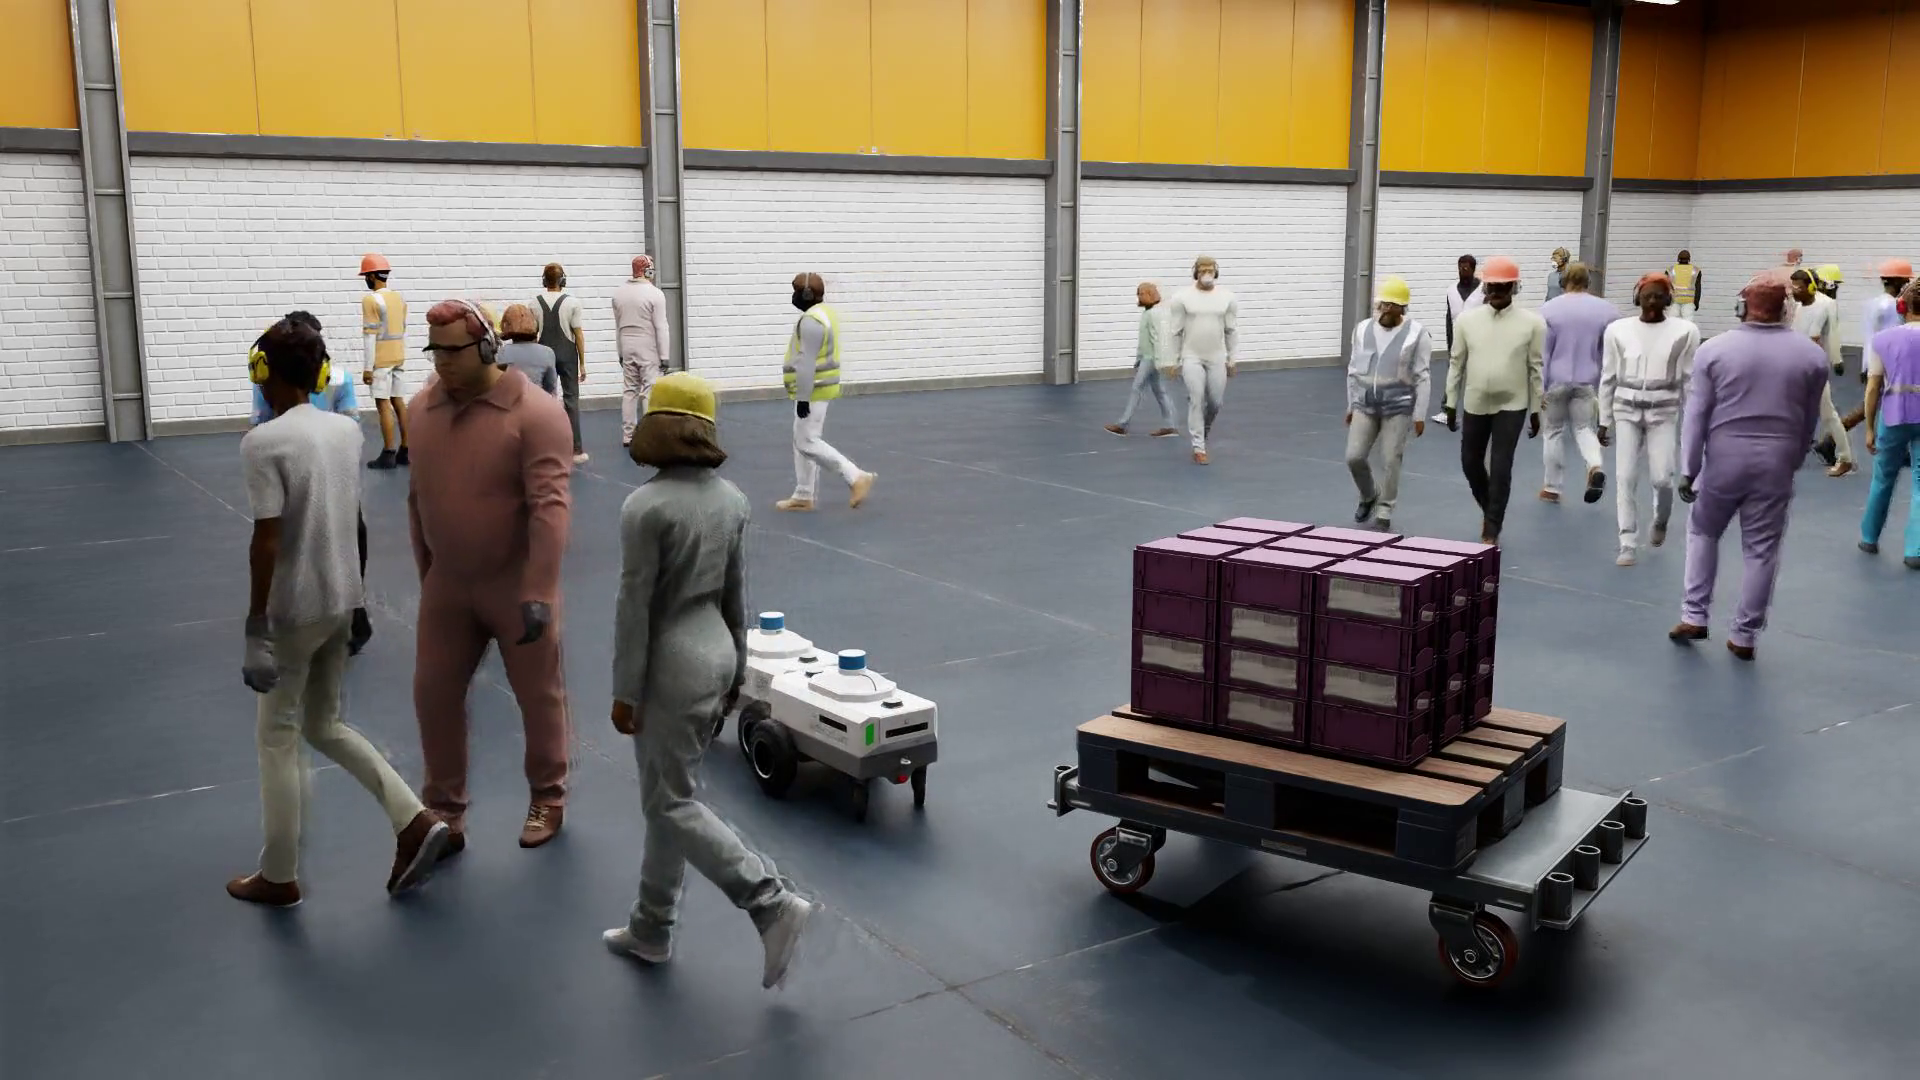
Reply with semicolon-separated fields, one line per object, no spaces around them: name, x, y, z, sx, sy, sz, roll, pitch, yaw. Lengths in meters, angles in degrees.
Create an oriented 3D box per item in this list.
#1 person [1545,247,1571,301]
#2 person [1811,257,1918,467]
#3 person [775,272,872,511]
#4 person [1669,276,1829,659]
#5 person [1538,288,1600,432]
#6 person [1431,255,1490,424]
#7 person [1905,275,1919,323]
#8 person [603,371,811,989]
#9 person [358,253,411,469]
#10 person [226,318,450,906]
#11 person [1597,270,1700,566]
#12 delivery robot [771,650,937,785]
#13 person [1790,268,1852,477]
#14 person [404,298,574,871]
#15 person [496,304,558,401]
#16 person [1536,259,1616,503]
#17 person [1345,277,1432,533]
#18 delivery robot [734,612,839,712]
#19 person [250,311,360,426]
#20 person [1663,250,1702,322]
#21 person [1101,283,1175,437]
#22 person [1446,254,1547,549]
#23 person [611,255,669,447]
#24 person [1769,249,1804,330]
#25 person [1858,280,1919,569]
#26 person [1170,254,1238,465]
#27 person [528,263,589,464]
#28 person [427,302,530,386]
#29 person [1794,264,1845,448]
person;7.973;-2.908;22.095;0.359;1.938;0.632;-3;11;-14
person;8.274;-1.594;15.013;0.954;1.909;0.552;3;11;17
person;-1.042;-1.095;12.485;0.681;1.820;0.635;0;10;2
person;3.920;-0.364;8.310;0.657;1.882;0.613;2;11;13
person;6.520;-1.921;17.607;0.694;1.608;0.494;-1;10;-8
person;5.589;-2.195;18.363;0.627;1.865;0.950;10;14;42
person;12.094;-2.539;20.924;0.517;1.630;0.414;9;14;40
person;-0.703;0.389;4.666;0.700;1.698;0.521;5;11;26
person;-5.206;-1.607;14.997;0.382;1.929;0.538;3;11;15
person;-1.963;0.238;5.151;0.673;1.839;0.604;3;11;15
person;4.391;-0.781;10.622;0.575;1.873;0.537;6;12;30
delivery robot;-0.395;0.649;6.135;0.477;0.478;0.707;-8;13;-36
person;7.342;-1.433;14.388;1.020;1.807;0.538;0;10;-1
person;-1.565;0.144;5.529;0.673;1.875;0.665;3;11;16
person;-2.918;-0.754;11.121;0.509;1.632;0.266;-10;14;-43
person;4.725;-1.195;12.786;0.635;1.919;0.699;0;10;-1
person;3.004;-0.938;11.676;0.613;1.805;0.531;7;12;34
delivery robot;-0.762;0.535;6.756;0.477;0.478;0.707;-8;13;-39
person;-3.587;-0.414;9.137;0.551;1.670;0.680;-5;11;-26
person;12.903;-4.257;29.759;0.633;1.841;0.429;4;11;19
person;1.865;-1.856;17.235;0.832;1.591;0.528;0;10;-1
person;3.581;-0.918;11.103;0.631;1.973;0.820;6;12;28
person;-3.106;-1.844;16.381;0.646;1.902;0.403;6;12;29
person;12.932;-3.565;25.820;0.650;1.888;0.685;-8;13;-36
person;6.070;-0.751;10.645;0.573;1.805;0.841;4;11;22
person;2.240;-1.675;15.395;0.633;1.921;0.690;-1;10;-3
person;-3.683;-1.611;15.257;0.506;1.842;0.346;0;10;2
person;-2.417;-0.316;8.416;0.540;1.752;0.492;-2;10;-9
person;8.456;-1.811;16.422;0.428;1.813;0.614;1;10;6
